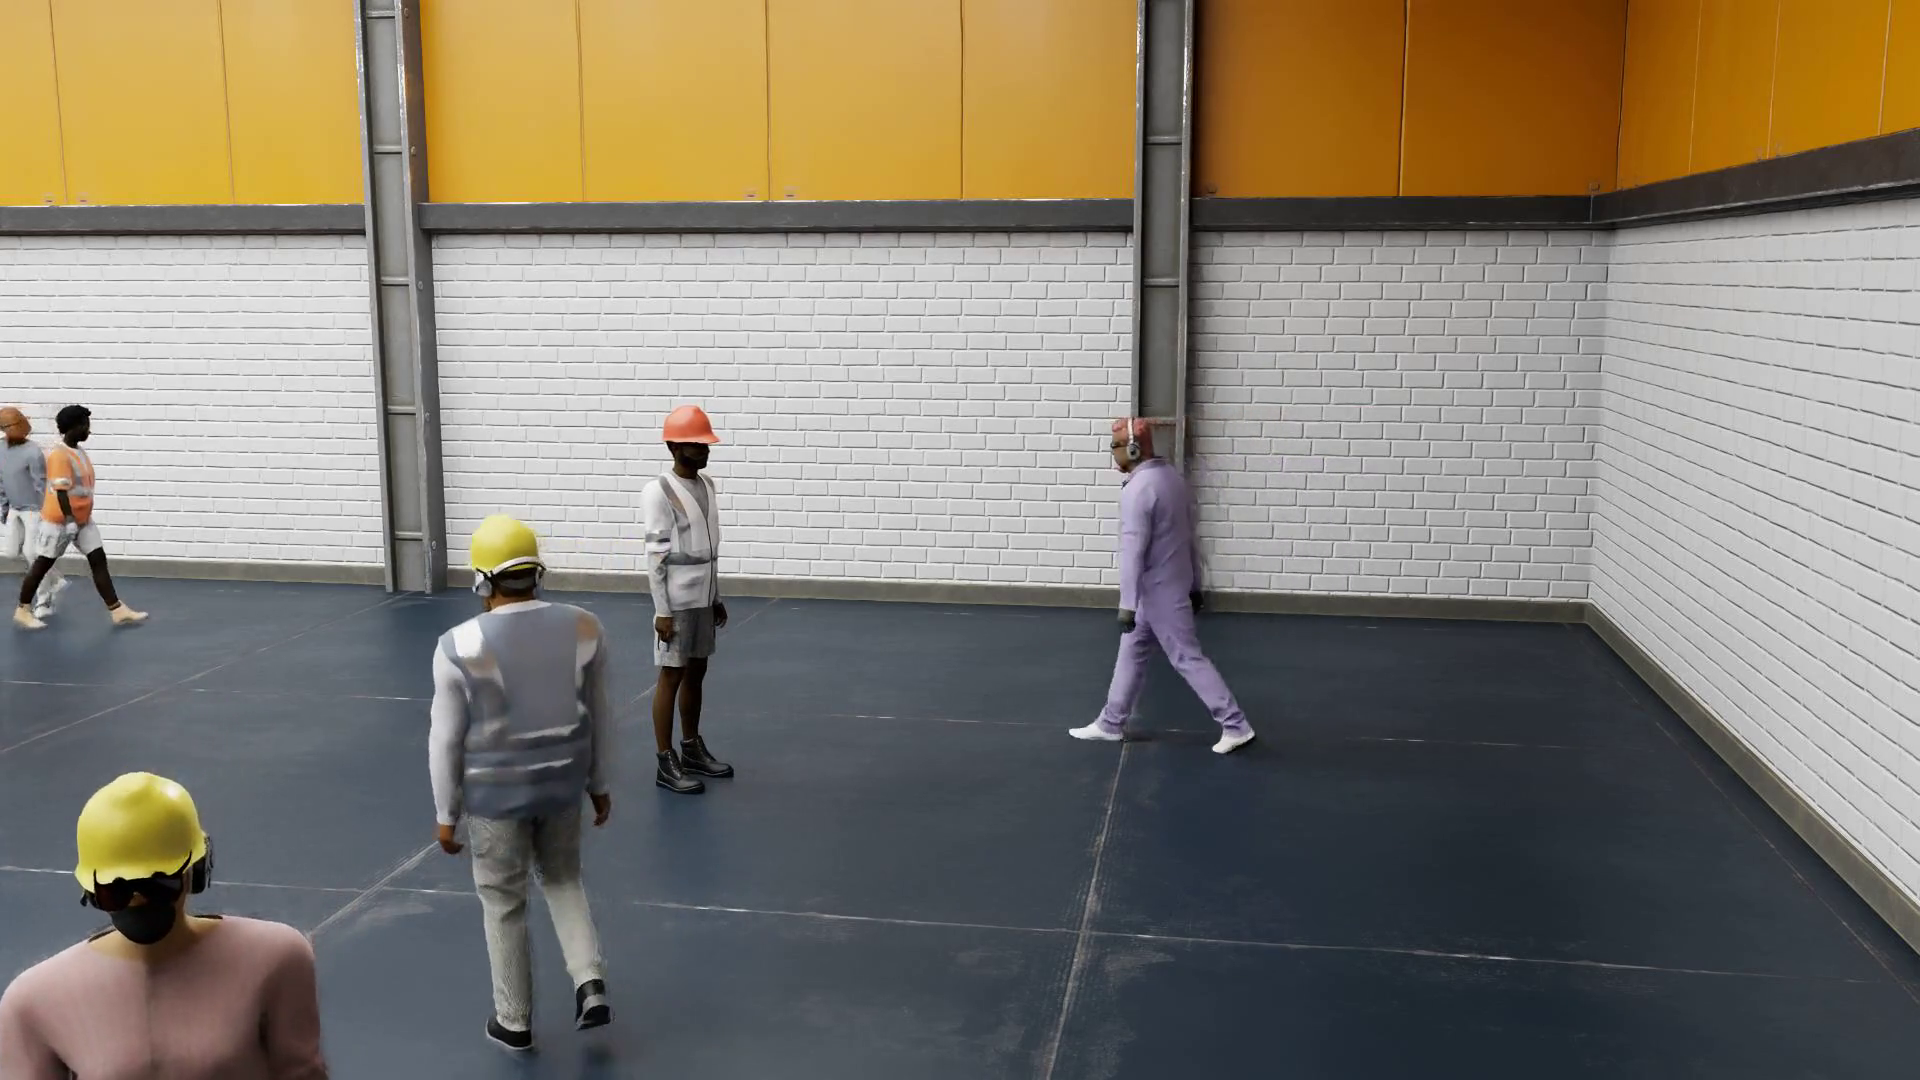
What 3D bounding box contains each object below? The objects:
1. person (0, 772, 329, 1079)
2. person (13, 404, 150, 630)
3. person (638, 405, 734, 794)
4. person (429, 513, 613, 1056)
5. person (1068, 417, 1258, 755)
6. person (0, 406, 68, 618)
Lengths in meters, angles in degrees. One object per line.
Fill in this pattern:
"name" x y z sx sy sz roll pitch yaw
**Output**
"person" -1.381 1.271 2.926 0.543 1.741 0.722 -4 10 -21
"person" -6.480 -0.162 12.082 0.908 1.641 0.536 0 9 -3
"person" -1.358 0.289 8.375 0.362 1.939 0.542 4 10 24
"person" -1.427 0.820 5.479 0.612 1.817 0.476 -7 12 -38
"person" 1.129 0.257 8.957 1.044 1.832 0.647 3 10 19
"person" -6.952 -0.208 12.430 0.512 1.609 0.445 5 10 27
